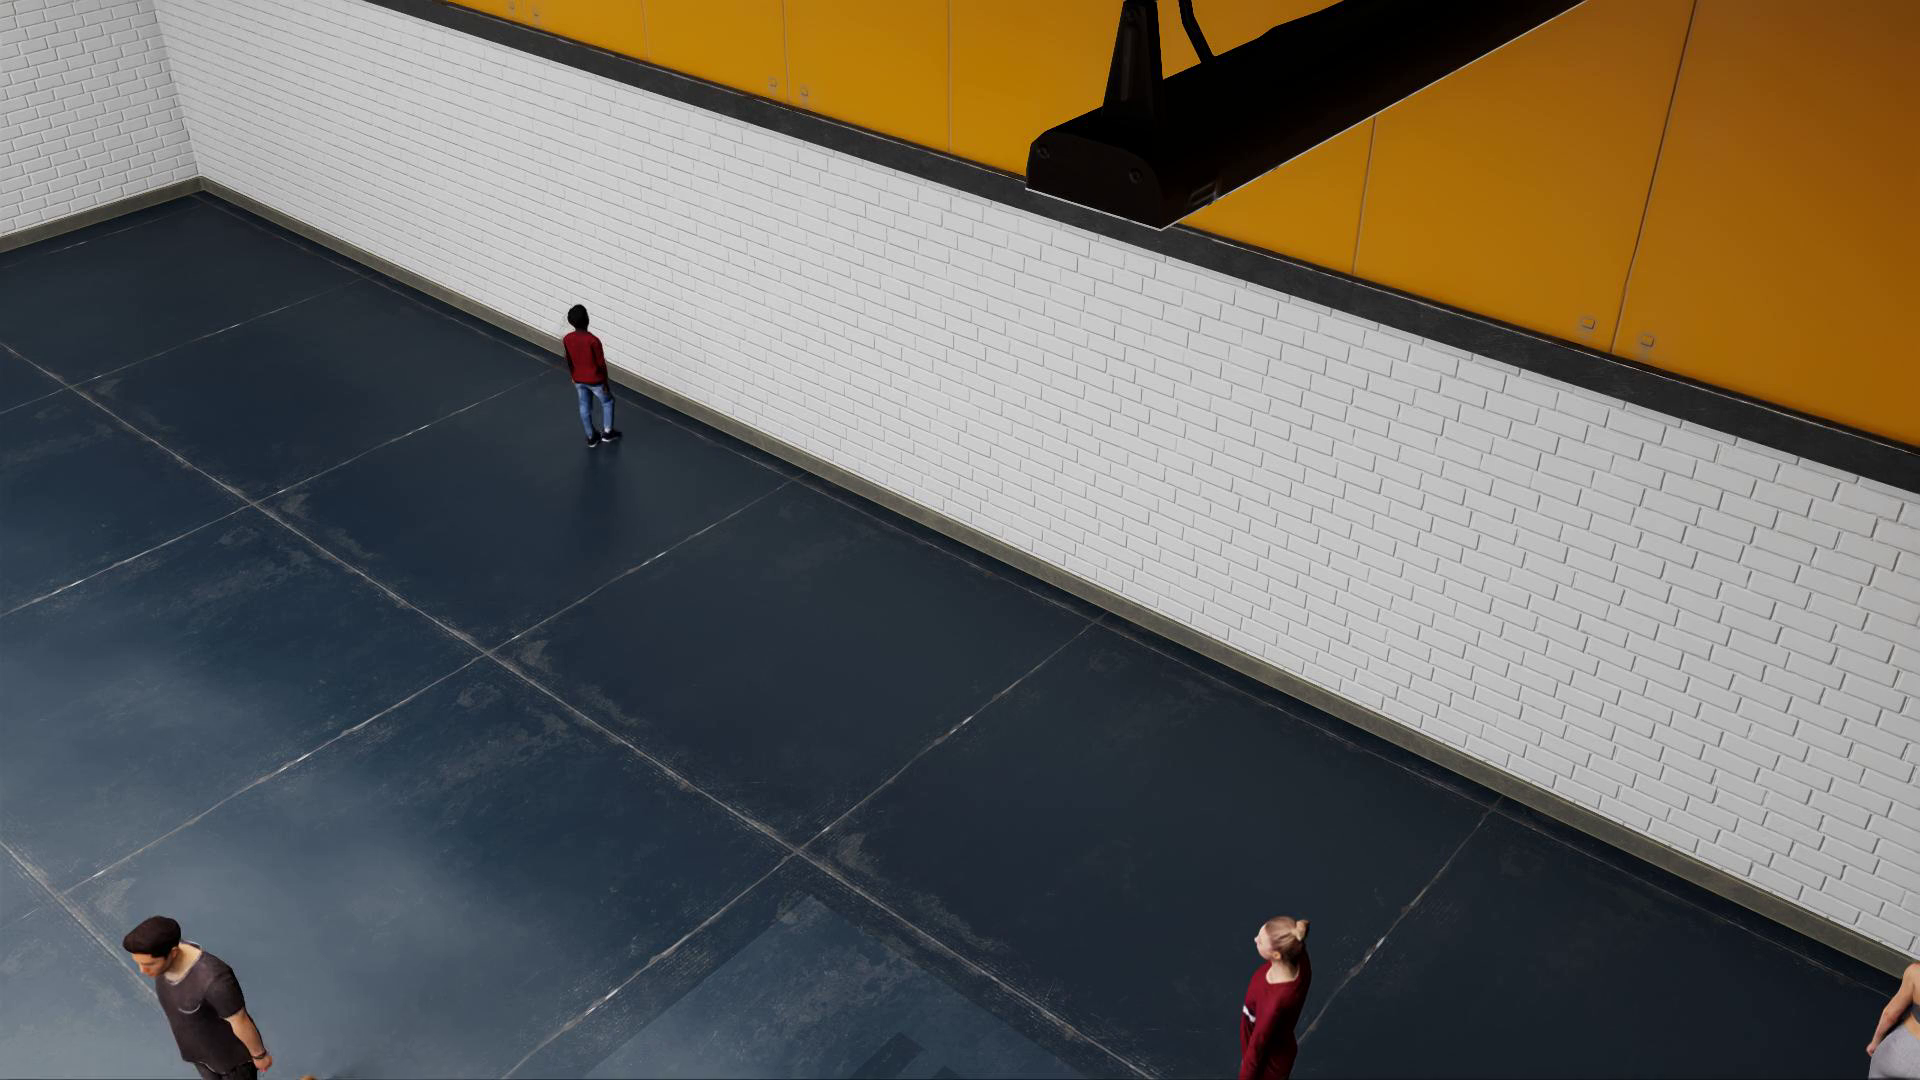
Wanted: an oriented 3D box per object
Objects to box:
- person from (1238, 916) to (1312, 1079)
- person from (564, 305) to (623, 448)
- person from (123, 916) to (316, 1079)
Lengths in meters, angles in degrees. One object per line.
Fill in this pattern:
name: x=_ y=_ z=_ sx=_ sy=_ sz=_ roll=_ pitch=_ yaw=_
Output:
person: x=1.415 y=2.344 z=7.596 sx=0.725 sy=1.697 sz=0.559 roll=13 pitch=36 yaw=19
person: x=-3.027 y=-1.299 z=13.482 sx=0.601 sy=1.247 sz=0.631 roll=9 pitch=35 yaw=13
person: x=-3.390 y=2.247 z=7.750 sx=0.703 sy=1.687 sz=0.850 roll=17 pitch=37 yaw=24
